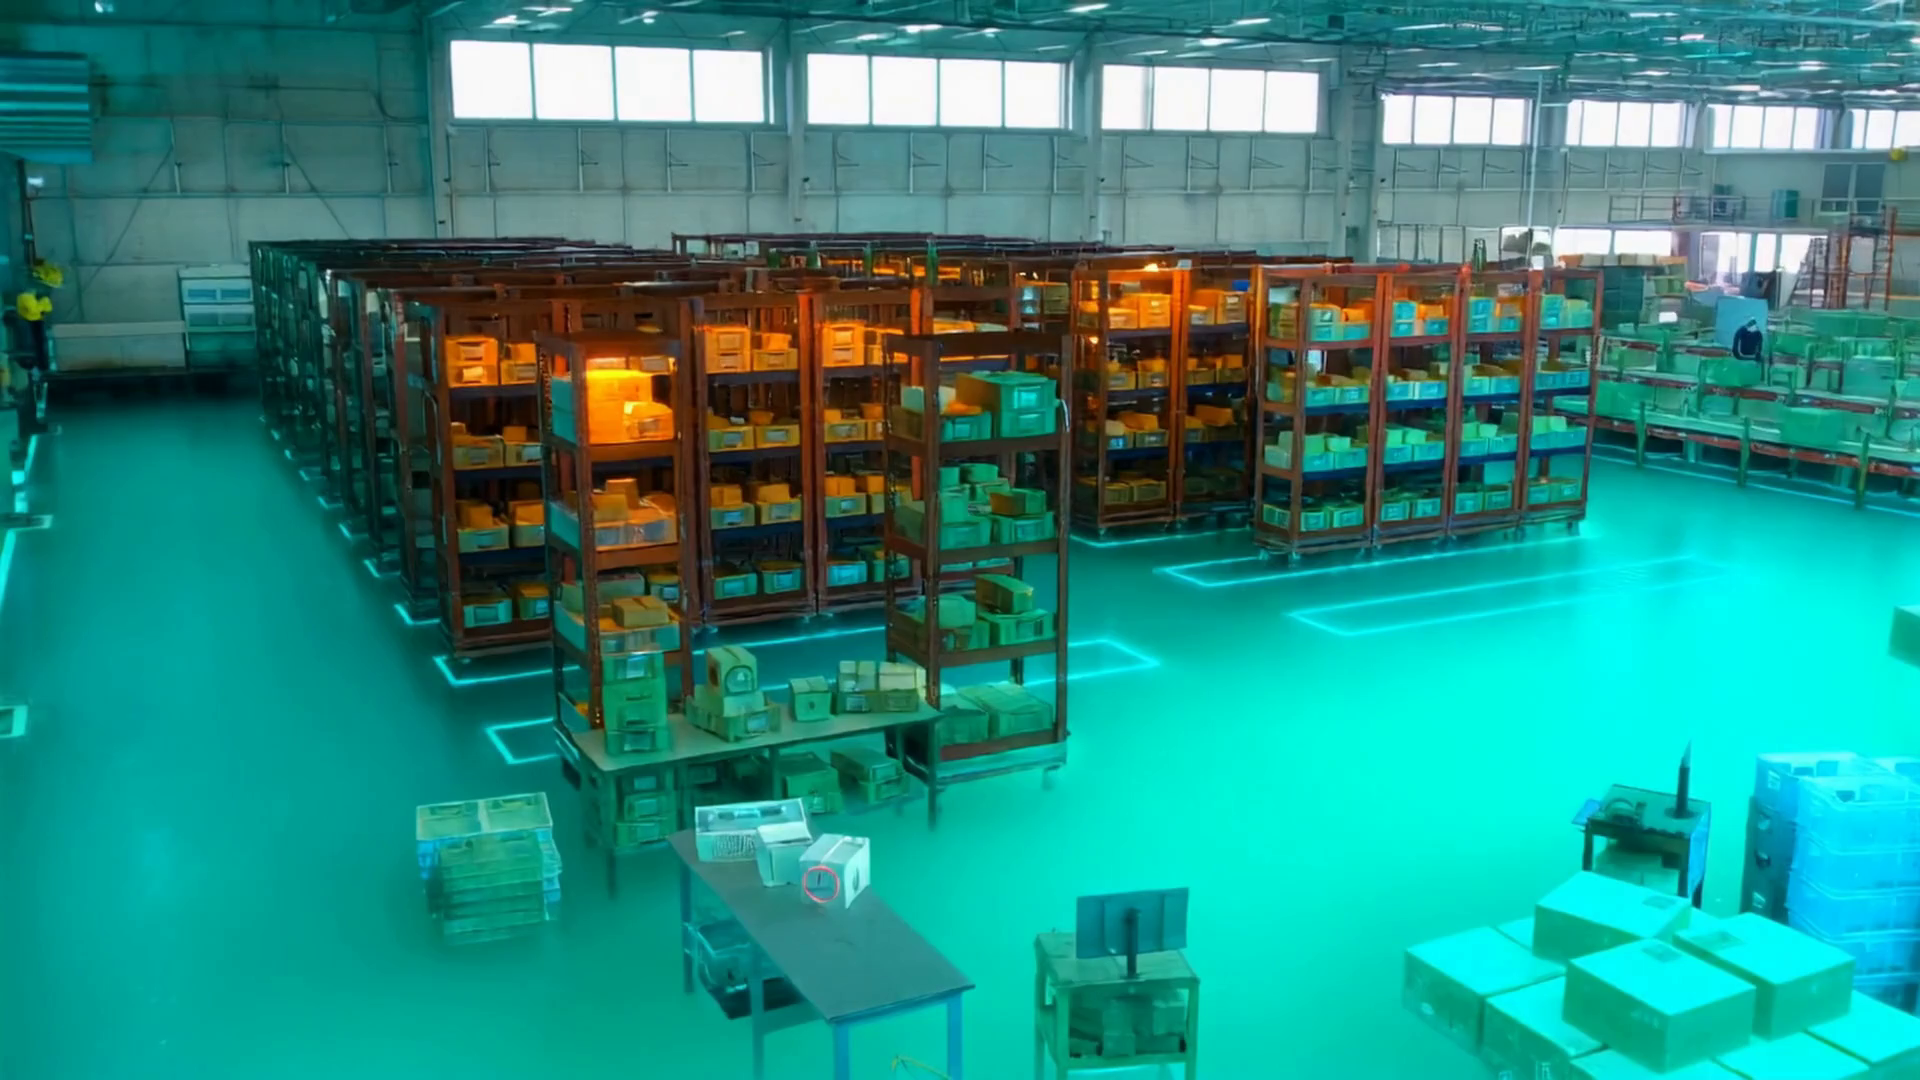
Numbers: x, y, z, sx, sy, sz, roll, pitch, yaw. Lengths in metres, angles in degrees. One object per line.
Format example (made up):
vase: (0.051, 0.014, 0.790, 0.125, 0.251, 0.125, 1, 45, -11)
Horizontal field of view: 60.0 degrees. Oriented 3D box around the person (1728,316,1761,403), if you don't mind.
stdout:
person: (17.173, -3.944, 36.338, 0.677, 1.869, 0.422, -2, 12, -8)
